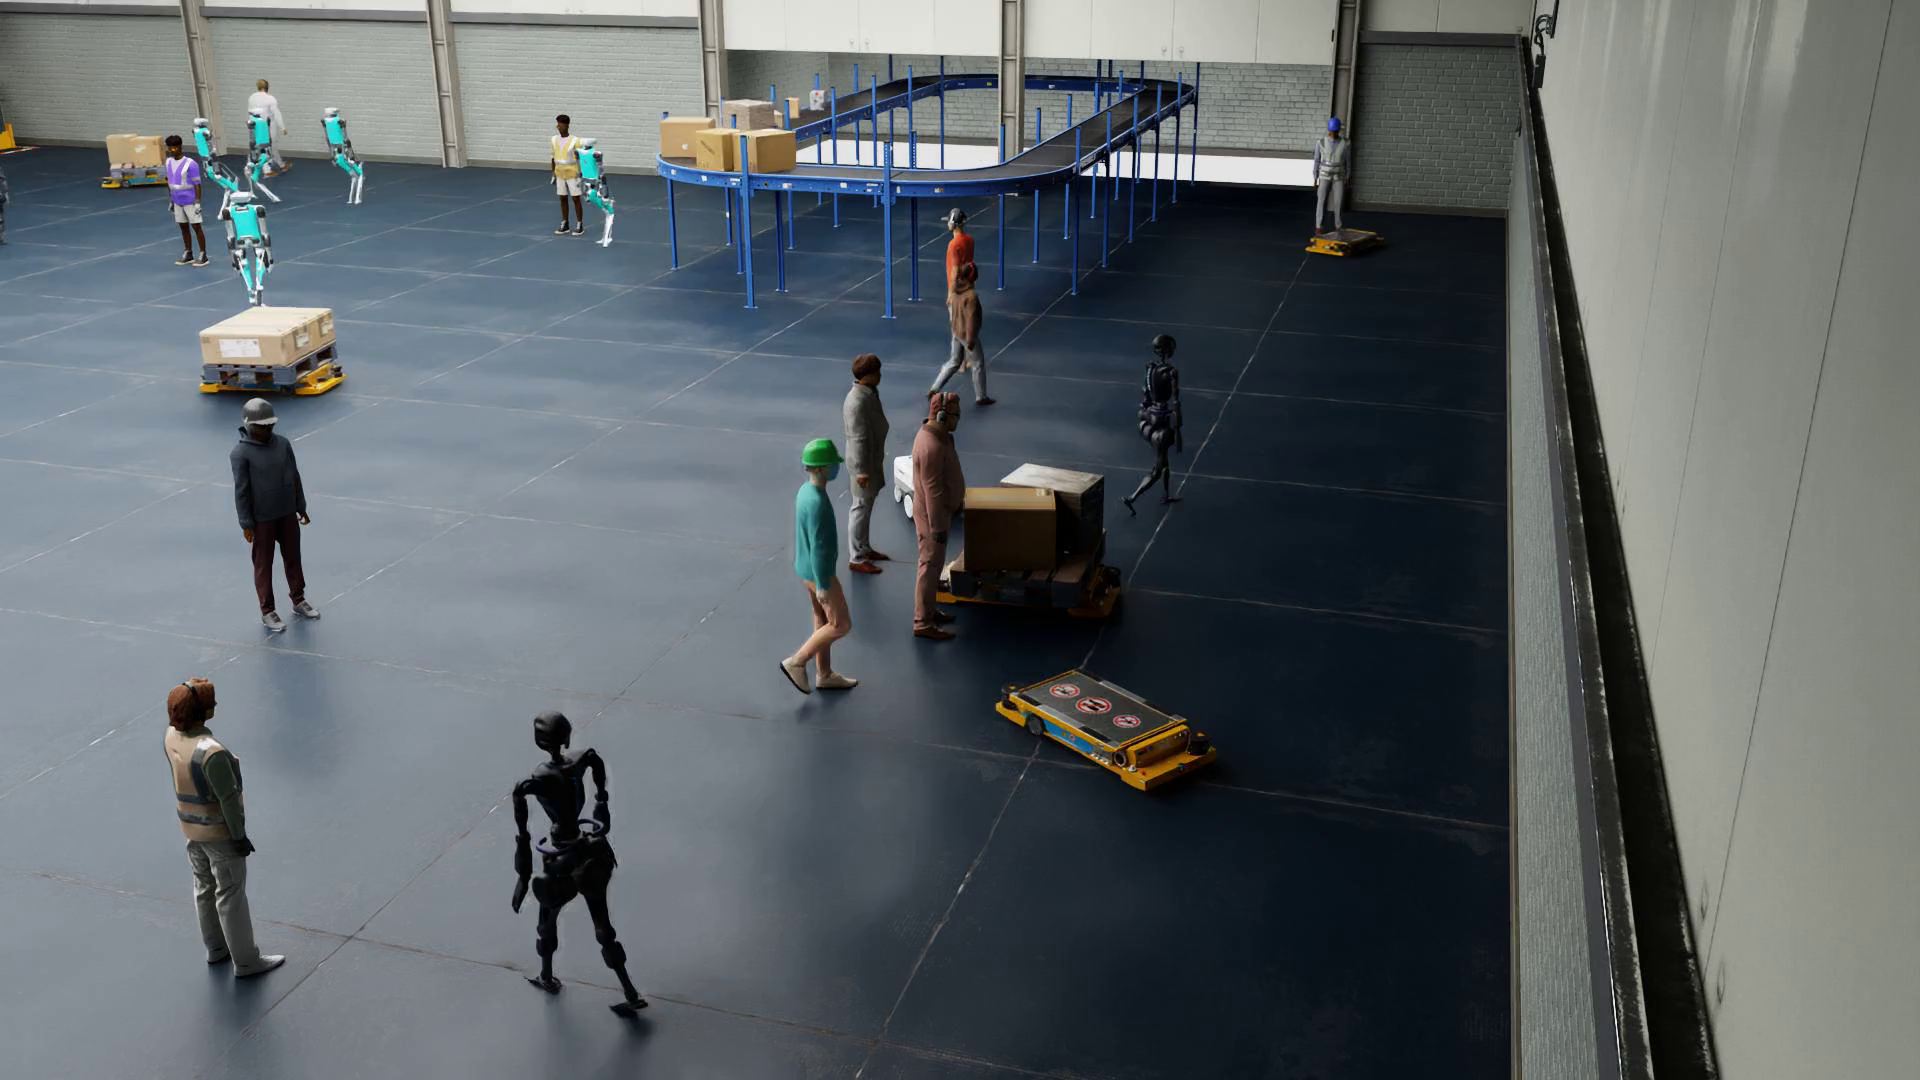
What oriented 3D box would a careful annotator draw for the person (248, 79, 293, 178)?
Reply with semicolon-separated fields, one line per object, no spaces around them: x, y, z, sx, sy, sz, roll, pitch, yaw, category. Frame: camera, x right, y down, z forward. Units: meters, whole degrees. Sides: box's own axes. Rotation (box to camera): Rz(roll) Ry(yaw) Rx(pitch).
-13.776;-8.277;33.370;0.648;1.902;0.972;9;23;22;person

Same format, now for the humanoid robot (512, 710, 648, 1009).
-1.904;1.584;8.186;0.775;1.639;0.584;16;26;36;humanoid robot

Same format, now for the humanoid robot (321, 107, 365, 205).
-11.131;-6.995;30.259;0.542;1.762;0.701;10;23;24;humanoid robot

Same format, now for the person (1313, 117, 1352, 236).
6.113;-5.966;27.344;0.624;1.929;0.414;3;21;8;person

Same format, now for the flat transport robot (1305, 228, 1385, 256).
6.140;-4.735;26.458;0.659;0.231;1.431;17;27;37;flat transport robot

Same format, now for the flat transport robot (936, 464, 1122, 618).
0.537;0.353;13.263;1.431;0.231;0.659;6;22;14;flat transport robot

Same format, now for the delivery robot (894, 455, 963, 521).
-0.326;-0.522;15.125;0.499;0.589;0.784;-9;23;-22;delivery robot

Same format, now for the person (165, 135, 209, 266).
-11.713;-5.129;25.126;0.602;1.964;0.368;8;22;20;person

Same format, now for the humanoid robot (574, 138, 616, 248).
-5.683;-5.558;26.550;0.585;1.769;0.879;13;24;30;humanoid robot

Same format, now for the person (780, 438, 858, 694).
-0.967;0.202;11.439;0.453;1.859;0.557;-3;21;-9;person

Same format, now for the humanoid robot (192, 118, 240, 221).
-12.760;-6.415;28.690;0.544;1.737;0.684;19;28;40;humanoid robot

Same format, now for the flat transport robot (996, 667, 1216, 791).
0.946;1.221;11.011;0.659;0.231;1.431;-17;27;-36;flat transport robot

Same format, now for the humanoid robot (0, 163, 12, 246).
-15.501;-5.565;26.655;0.611;1.643;0.368;6;22;15;humanoid robot

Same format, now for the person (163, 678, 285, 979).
-3.794;1.467;8.463;0.510;1.640;0.306;15;26;33;person

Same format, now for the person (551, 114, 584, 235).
-6.490;-6.033;27.469;0.605;1.966;0.368;8;22;19;person

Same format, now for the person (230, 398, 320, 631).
-5.199;-0.208;12.584;0.380;1.806;0.549;15;26;35;person

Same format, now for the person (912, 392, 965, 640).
-0.157;-0.189;12.424;0.394;1.892;0.630;1;21;2;person

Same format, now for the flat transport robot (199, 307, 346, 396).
-7.831;-1.848;18.971;1.431;0.231;0.659;2;21;5;flat transport robot

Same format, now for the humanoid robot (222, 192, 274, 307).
-9.158;-3.575;21.428;0.551;1.727;1.047;-5;22;-12;humanoid robot

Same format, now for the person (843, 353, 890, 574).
-0.761;-0.638;13.663;0.360;1.829;0.514;3;21;9;person

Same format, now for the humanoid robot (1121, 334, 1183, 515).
1.743;-1.055;15.006;0.726;1.630;0.590;-11;24;-26;humanoid robot

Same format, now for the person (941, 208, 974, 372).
-0.040;-2.931;19.500;0.411;1.910;0.480;10;23;25;person

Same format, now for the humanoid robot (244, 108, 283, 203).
-12.905;-6.988;30.333;1.040;1.769;0.547;7;22;17;humanoid robot

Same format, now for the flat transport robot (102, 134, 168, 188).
-15.948;-7.055;32.477;1.431;0.231;0.659;-9;23;-22;flat transport robot

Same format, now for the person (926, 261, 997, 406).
0.009;-2.219;18.048;0.775;1.628;0.483;-11;24;-27;person
